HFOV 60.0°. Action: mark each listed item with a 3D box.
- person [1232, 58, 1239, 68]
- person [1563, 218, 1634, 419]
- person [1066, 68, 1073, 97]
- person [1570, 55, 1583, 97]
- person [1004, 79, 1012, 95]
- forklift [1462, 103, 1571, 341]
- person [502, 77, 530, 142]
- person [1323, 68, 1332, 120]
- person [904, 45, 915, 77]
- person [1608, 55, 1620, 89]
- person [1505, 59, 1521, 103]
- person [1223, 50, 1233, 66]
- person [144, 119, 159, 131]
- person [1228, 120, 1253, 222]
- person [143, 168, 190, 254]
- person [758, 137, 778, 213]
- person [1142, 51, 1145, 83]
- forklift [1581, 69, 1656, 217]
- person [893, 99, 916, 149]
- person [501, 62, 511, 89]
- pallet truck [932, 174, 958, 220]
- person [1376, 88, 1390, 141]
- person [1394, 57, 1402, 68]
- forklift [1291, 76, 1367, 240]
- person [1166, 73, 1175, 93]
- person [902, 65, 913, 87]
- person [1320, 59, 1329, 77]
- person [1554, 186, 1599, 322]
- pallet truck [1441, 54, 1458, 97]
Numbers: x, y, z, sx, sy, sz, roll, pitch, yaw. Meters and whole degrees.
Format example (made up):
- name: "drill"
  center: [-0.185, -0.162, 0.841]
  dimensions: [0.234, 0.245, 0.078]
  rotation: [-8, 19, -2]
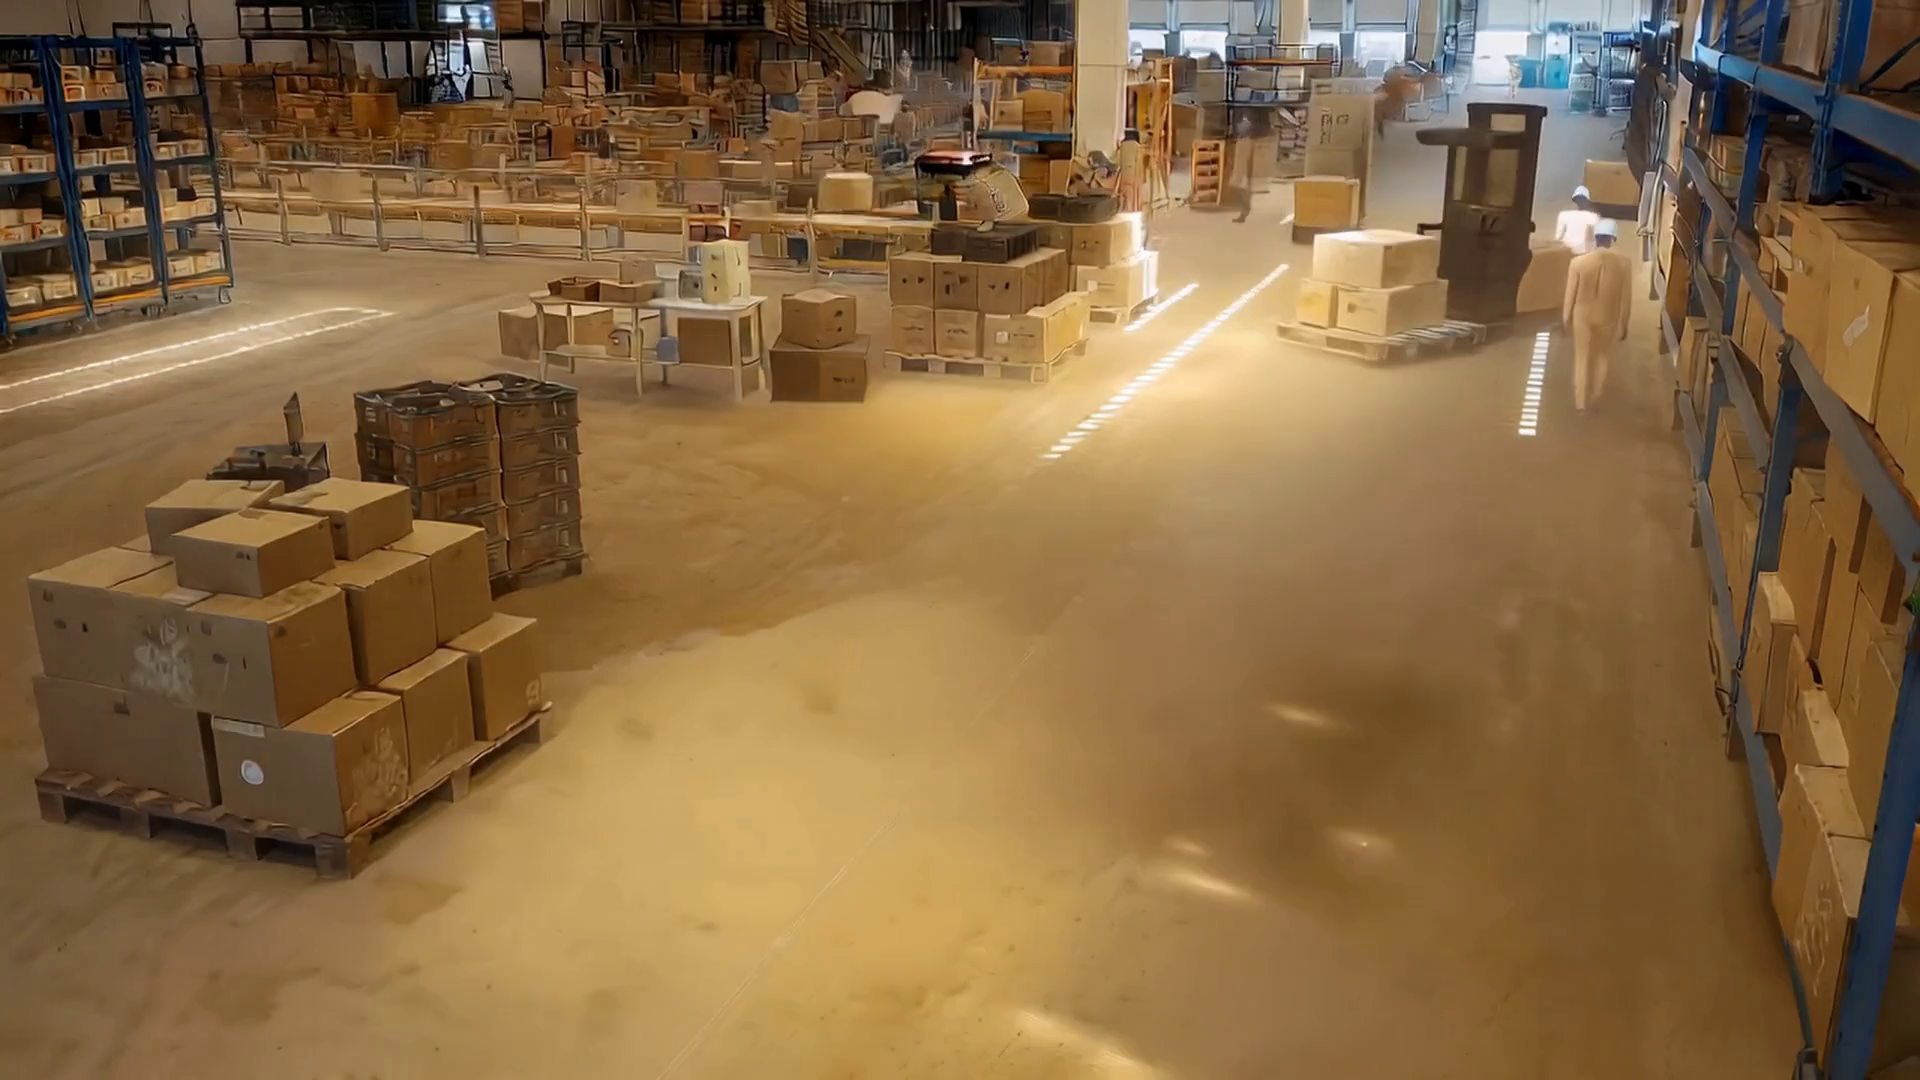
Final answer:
- name: "person"
  center: [12.808, -21.591, 77.630]
  dimensions: [0.513, 1.876, 0.328]
  rotation: [11, 21, 30]
- name: "person"
  center: [6.399, -2.249, 16.719]
  dimensions: [0.647, 1.951, 0.962]
  rotation: [8, 19, 22]
- name: "person"
  center: [4.274, -17.373, 64.248]
  dimensions: [0.498, 1.952, 0.637]
  rotation: [10, 20, 29]
- name: "person"
  center: [28.931, -21.731, 77.989]
  dimensions: [0.590, 1.923, 0.383]
  rotation: [10, 20, 28]
- name: "person"
  center: [1.689, -15.809, 59.359]
  dimensions: [0.379, 1.938, 0.547]
  rotation: [7, 19, 20]
- name: "forklift"
  center: [6.712, -4.020, 20.786]
  dimensions: [1.873, 2.768, 1.129]
  rotation: [-12, 21, -34]
- name: "person"
  center: [-13.454, -12.915, 50.167]
  dimensions: [1.006, 1.997, 0.616]
  rotation: [9, 20, 27]
- name: "person"
  center: [13.725, -16.689, 62.225]
  dimensions: [0.328, 1.877, 0.513]
  rotation: [-8, 19, -23]
- name: "person"
  center: [-3.060, -28.903, 100.533]
  dimensions: [0.921, 1.904, 0.629]
  rotation: [7, 19, 21]
- name: "person"
  center: [31.733, -22.497, 80.451]
  dimensions: [0.591, 1.883, 0.944]
  rotation: [-10, 20, -29]
- name: "person"
  center: [24.634, -20.430, 74.024]
  dimensions: [0.583, 1.846, 0.911]
  rotation: [0, 18, 1]
- name: "person"
  center: [14.592, -25.877, 90.957]
  dimensions: [0.796, 1.974, 0.442]
  rotation: [-10, 20, -29]
- name: "person"
  center: [-22.510, -11.598, 46.212]
  dimensions: [0.687, 1.876, 0.812]
  rotation: [14, 22, 36]
- name: "person"
  center: [5.391, -7.072, 31.931]
  dimensions: [0.404, 1.922, 0.578]
  rotation: [-5, 18, -15]
- name: "person"
  center: [-11.750, -4.802, 24.802]
  dimensions: [0.865, 1.914, 0.651]
  rotation: [13, 22, 34]
- name: "person"
  center: [-3.458, -6.498, 30.458]
  dimensions: [0.902, 1.720, 0.545]
  rotation: [2, 18, 5]
- name: "person"
  center: [9.624, -24.564, 86.895]
  dimensions: [0.566, 1.922, 0.600]
  rotation: [-5, 18, -15]
- name: "forklift"
  center: [13.219, -7.740, 32.475]
  dimensions: [1.873, 2.768, 1.129]
  rotation: [6, 19, 18]
- name: "person"
  center: [-1.382, -10.221, 42.017]
  dimensions: [0.591, 1.807, 0.756]
  rotation: [7, 19, 22]
- name: "person"
  center: [-19.426, -19.524, 71.182]
  dimensions: [0.346, 1.846, 0.505]
  rotation: [10, 20, 29]
- name: "pallet truck"
  center: [-0.507, -5.292, 27.348]
  dimensions: [0.653, 1.274, 1.630]
  rotation: [6, 19, 19]
- name: "person"
  center: [13.189, -13.293, 51.994]
  dimensions: [0.510, 1.611, 0.422]
  rotation: [-5, 18, -15]
- name: "person"
  center: [19.693, -20.653, 74.606]
  dimensions: [0.676, 1.915, 0.661]
  rotation: [9, 20, 25]
- name: "forklift"
  center: [6.598, -6.755, 29.381]
  dimensions: [1.129, 2.768, 1.873]
  rotation: [6, 19, 19]
- name: "person"
  center: [7.763, -16.282, 61.133]
  dimensions: [0.485, 1.747, 0.556]
  rotation: [9, 20, 25]
- name: "person"
  center: [-1.956, -17.727, 65.475]
  dimensions: [0.851, 1.889, 0.595]
  rotation: [8, 19, 22]
- name: "person"
  center: [18.066, -23.038, 82.321]
  dimensions: [1.001, 1.795, 0.631]
  rotation: [8, 20, 25]
- name: "person"
  center: [8.079, -3.771, 21.870]
  dimensions: [0.550, 1.731, 0.812]
  rotation: [6, 19, 17]
- name: "pallet truck"
  center: [22.765, -21.886, 78.355]
  dimensions: [0.823, 1.965, 1.885]
  rotation: [-4, 18, -14]
